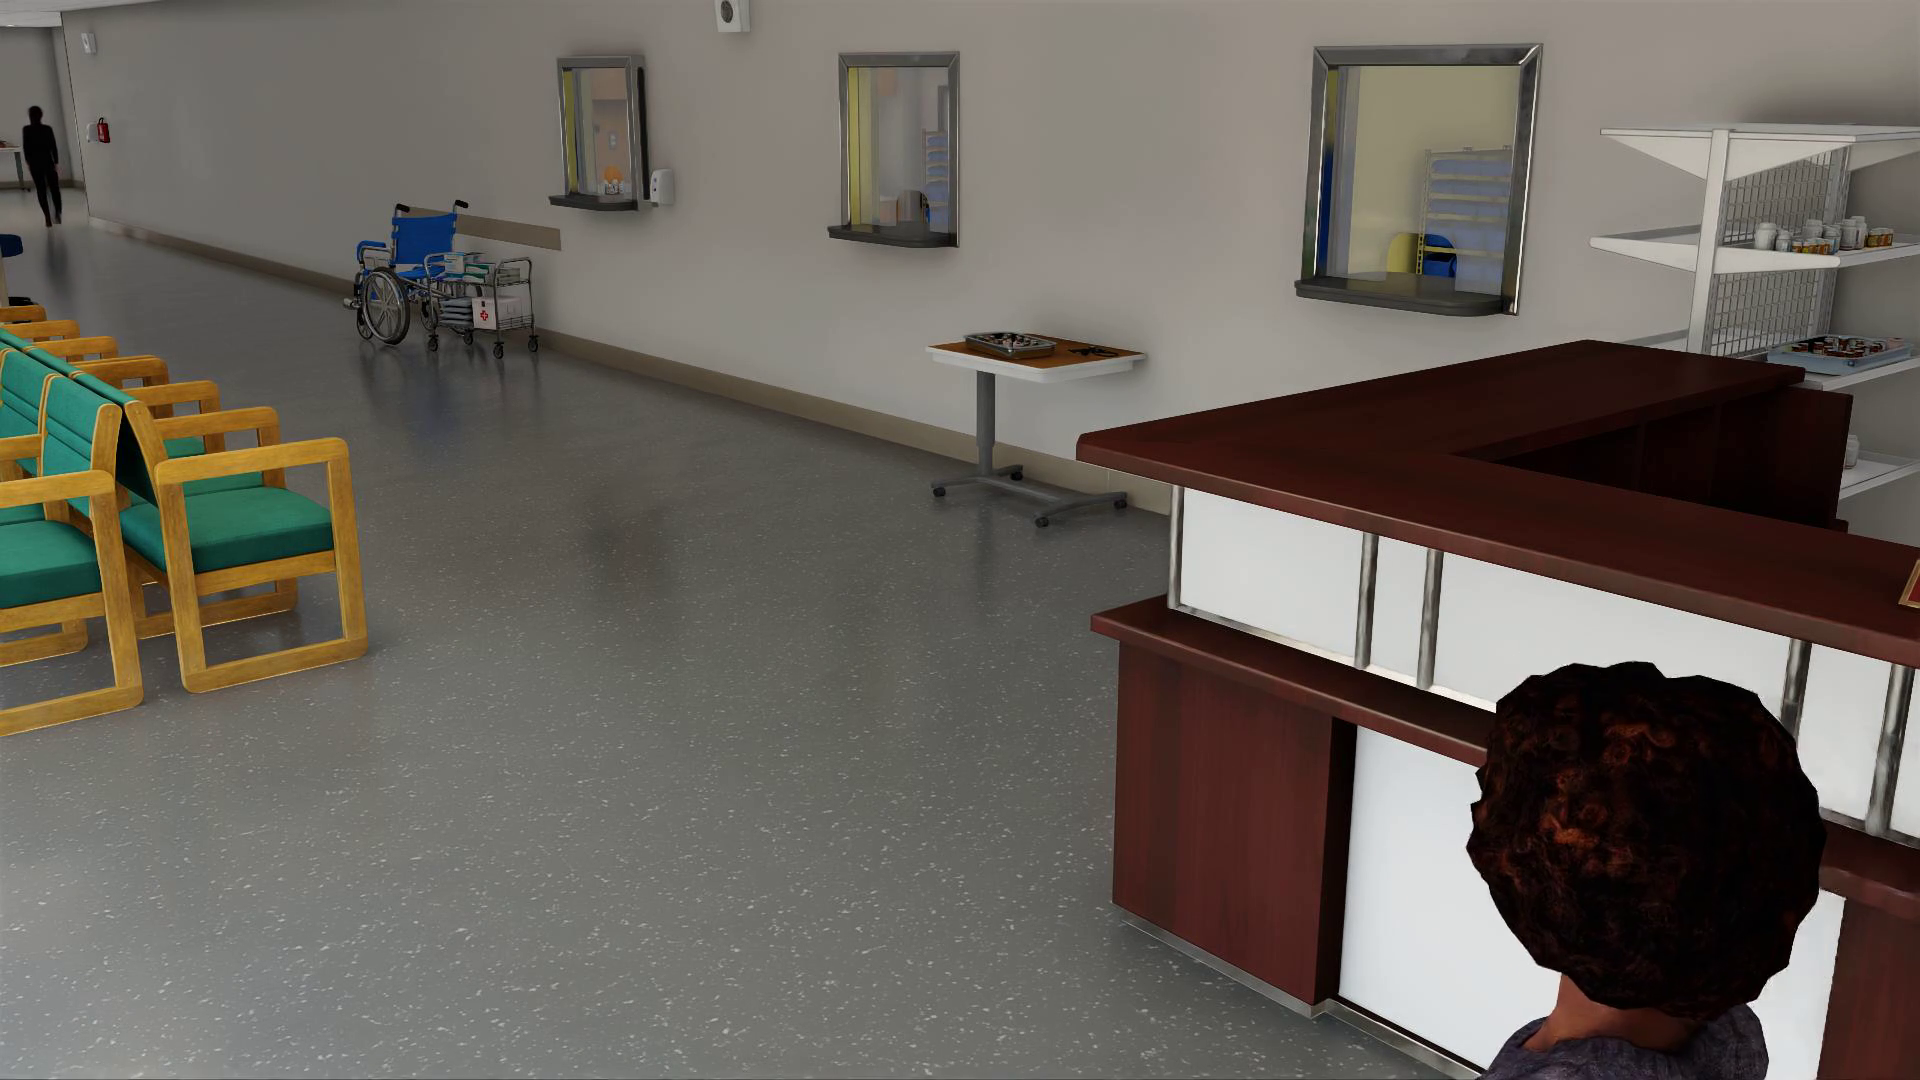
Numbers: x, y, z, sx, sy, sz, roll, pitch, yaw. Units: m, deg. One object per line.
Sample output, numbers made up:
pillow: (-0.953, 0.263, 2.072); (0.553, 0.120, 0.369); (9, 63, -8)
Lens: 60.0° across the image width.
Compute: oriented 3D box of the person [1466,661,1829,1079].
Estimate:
person: (0.597, 0.960, 1.494); (0.846, 1.696, 0.701); (-15, 22, -43)

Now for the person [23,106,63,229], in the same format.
person: (-13.126, -5.325, 23.787); (0.670, 1.695, 0.726); (-8, 17, -25)
